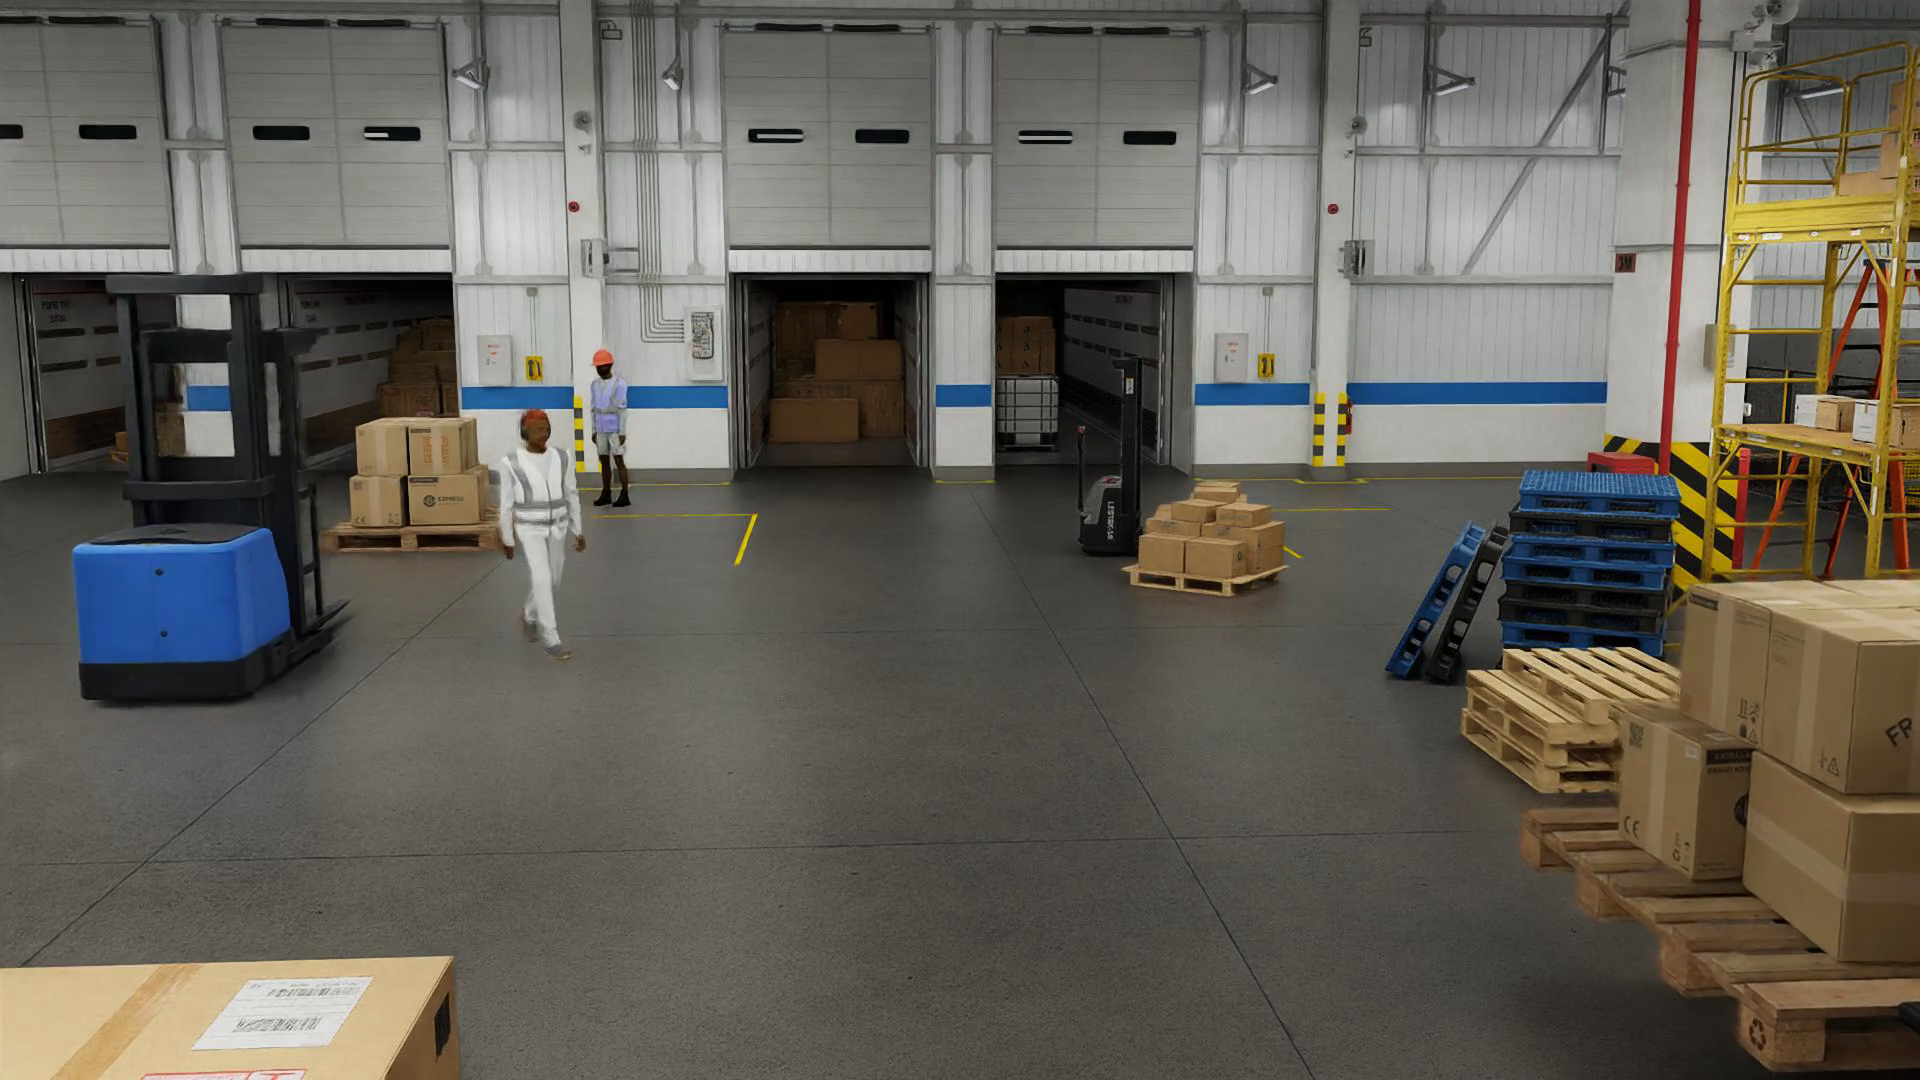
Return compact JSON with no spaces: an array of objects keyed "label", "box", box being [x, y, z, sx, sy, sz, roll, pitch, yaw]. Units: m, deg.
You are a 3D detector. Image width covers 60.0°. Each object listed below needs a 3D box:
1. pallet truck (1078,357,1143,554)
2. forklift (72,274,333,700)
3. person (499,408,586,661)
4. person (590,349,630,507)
[{"label":"pallet truck","box":[2.088,-0.836,16.757,1.885,1.965,0.823,2,9,13]},{"label":"forklift","box":[-5.266,-0.440,11.507,1.129,2.768,1.873,-1,9,-4]},{"label":"person","box":[-3.156,-0.071,12.439,0.576,1.856,0.910,-8,12,-41]},{"label":"person","box":[-4.295,-1.358,20.270,0.555,1.927,0.404,5,10,29]}]
